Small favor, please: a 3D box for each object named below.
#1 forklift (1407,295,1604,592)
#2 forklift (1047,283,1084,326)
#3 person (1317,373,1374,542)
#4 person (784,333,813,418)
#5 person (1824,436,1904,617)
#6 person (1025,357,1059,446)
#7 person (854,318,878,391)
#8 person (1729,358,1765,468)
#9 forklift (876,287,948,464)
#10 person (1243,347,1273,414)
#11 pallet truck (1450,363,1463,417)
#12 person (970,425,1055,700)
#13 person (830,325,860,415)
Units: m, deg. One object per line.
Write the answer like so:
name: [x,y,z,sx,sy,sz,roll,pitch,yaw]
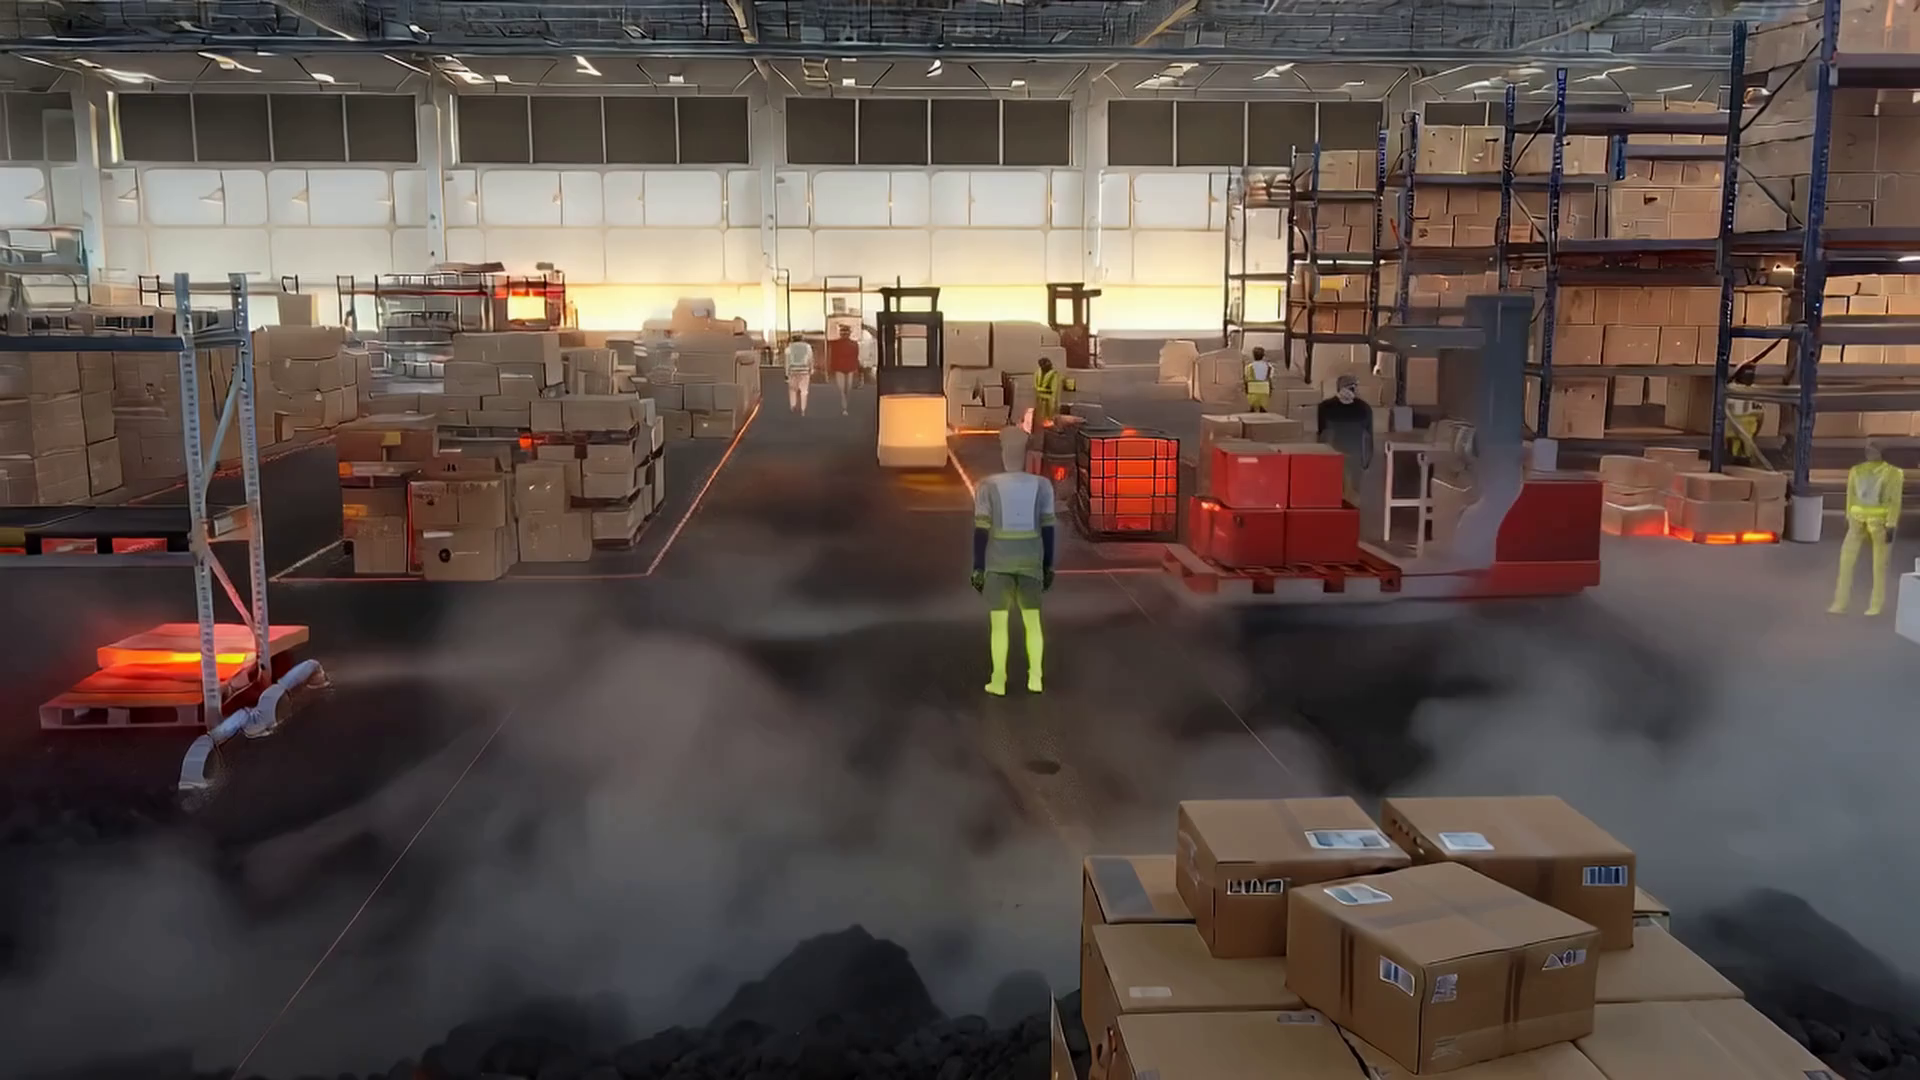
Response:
forklift: [5.151,-0.962,16.071,1.873,2.768,1.129,-1,9,-4]
forklift: [2.748,-5.367,43.728,1.129,2.768,1.873,-3,10,-19]
person: [4.362,-0.928,18.856,0.634,1.911,0.698,2,9,10]
person: [-3.455,-3.532,35.621,0.630,1.791,0.968,-2,9,-11]
person: [7.972,-0.102,14.635,0.678,1.614,0.519,-6,11,-34]
person: [1.522,-2.412,29.224,0.527,1.593,0.870,7,11,38]
person: [-2.371,-4.829,43.395,0.899,1.898,0.579,-2,9,-10]
person: [10.312,-1.421,21.900,0.358,1.936,0.552,-1,9,-8]
forklift: [-0.791,-2.704,27.011,1.129,2.768,1.873,-1,9,-4]
person: [5.581,-2.787,31.276,0.551,1.678,0.530,-2,9,-10]
pallet truck: [8.004,-2.170,26.422,0.823,1.965,1.885,2,9,14]
person: [0.378,0.159,11.891,0.614,1.963,0.362,-2,9,-12]
person: [-2.471,-3.678,36.035,0.647,1.942,0.990,-2,9,-15]
